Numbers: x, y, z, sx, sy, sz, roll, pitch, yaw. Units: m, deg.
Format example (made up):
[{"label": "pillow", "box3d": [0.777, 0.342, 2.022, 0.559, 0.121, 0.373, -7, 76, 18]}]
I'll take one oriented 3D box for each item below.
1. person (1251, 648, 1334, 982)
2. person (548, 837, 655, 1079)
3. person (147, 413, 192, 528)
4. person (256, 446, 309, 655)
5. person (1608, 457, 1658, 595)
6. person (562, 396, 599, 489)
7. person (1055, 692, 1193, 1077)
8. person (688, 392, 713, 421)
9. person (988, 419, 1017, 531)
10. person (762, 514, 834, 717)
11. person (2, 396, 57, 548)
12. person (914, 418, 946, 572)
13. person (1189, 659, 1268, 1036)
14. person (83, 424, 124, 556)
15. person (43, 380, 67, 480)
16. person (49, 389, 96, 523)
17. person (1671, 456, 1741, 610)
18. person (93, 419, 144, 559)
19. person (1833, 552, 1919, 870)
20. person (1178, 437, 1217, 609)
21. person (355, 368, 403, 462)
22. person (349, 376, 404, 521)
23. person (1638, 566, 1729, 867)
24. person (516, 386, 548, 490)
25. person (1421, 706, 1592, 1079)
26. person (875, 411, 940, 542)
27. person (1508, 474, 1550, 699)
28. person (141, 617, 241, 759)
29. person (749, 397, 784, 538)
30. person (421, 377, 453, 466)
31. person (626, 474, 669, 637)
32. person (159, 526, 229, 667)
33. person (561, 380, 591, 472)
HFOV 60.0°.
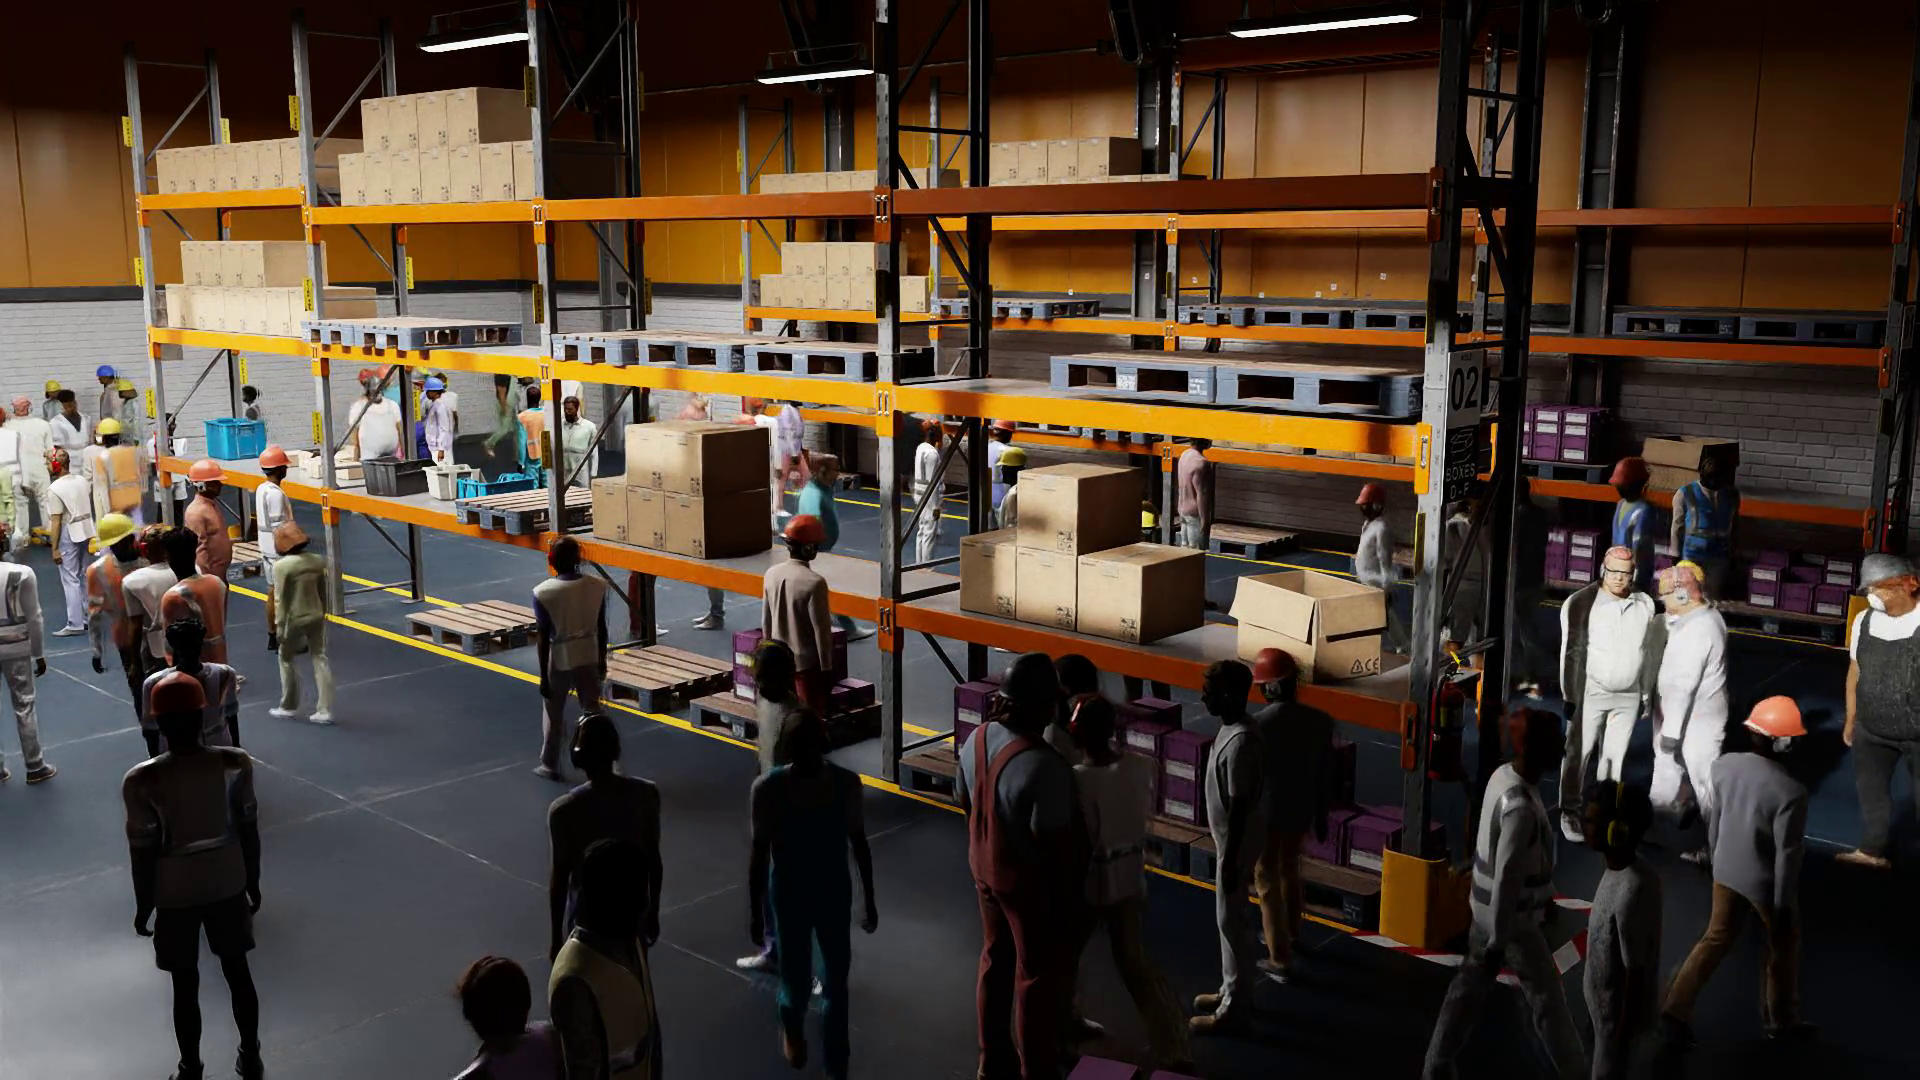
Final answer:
[{"label": "person", "box3d": [1.629, 1.406, 8.634, 0.580, 1.723, 0.552, -5, 11, -24]}, {"label": "person", "box3d": [-1.149, 1.883, 5.405, 0.392, 1.914, 0.589, 0, 10, -1]}, {"label": "person", "box3d": [-9.939, -0.758, 20.946, 0.321, 1.697, 0.529, 6, 11, 29]}, {"label": "person", "box3d": [-6.308, 0.094, 15.441, 0.350, 1.941, 0.552, -7, 12, -36]}, {"label": "person", "box3d": [5.605, 0.301, 14.055, 0.533, 2.019, 0.605, -1, 10, -5]}, {"label": "person", "box3d": [-4.837, -0.866, 20.934, 0.597, 1.916, 0.371, 2, 10, 10]}, {"label": "person", "box3d": [0.677, 1.583, 7.445, 0.565, 1.804, 0.922, -7, 12, -35]}, {"label": "person", "box3d": [-3.916, -1.582, 24.949, 0.421, 1.935, 0.612, -7, 12, -33]}, {"label": "person", "box3d": [0.410, -0.429, 18.484, 0.561, 1.909, 0.695, -6, 12, -30]}, {"label": "person", "box3d": [-1.066, 0.811, 11.237, 0.623, 1.992, 0.396, 9, 14, 42]}, {"label": "person", "box3d": [-11.712, -0.856, 20.908, 0.638, 1.911, 0.402, -5, 11, -28]}, {"label": "person", "box3d": [-0.331, -0.422, 18.517, 0.340, 1.882, 0.585, -3, 10, -15]}, {"label": "person", "box3d": [1.302, 1.465, 7.988, 0.351, 1.838, 0.504, 2, 10, 10]}, {"label": "person", "box3d": [-10.417, -0.618, 20.338, 0.503, 1.631, 0.283, -4, 11, -20]}, {"label": "person", "box3d": [-13.849, -1.588, 25.542, 0.488, 1.736, 0.326, 2, 10, 10]}, {"label": "person", "box3d": [-11.662, -1.035, 21.860, 0.513, 1.923, 0.629, 5, 11, 26]}, {"label": "person", "box3d": [6.948, 0.135, 15.507, 0.623, 1.839, 0.429, 0, 10, 1]}, {"label": "person", "box3d": [-9.358, -0.414, 18.522, 1.031, 1.867, 0.604, 6, 12, 32]}, {"label": "person", "box3d": [5.591, 1.049, 9.762, 0.535, 2.000, 0.845, -7, 12, -33]}, {"label": "person", "box3d": [2.465, -0.248, 17.394, 0.359, 1.936, 0.637, -2, 10, -12]}, {"label": "person", "box3d": [-10.080, -2.120, 28.637, 0.867, 1.700, 0.568, -2, 10, -14]}, {"label": "person", "box3d": [-8.002, -1.295, 23.015, 0.686, 2.000, 1.002, -8, 13, -38]}, {"label": "person", "box3d": [4.378, 1.071, 10.160, 0.854, 1.854, 0.692, 5, 11, 28]}, {"label": "person", "box3d": [-5.637, -1.089, 22.190, 0.381, 1.918, 0.596, 9, 13, 41]}, {"label": "person", "box3d": [2.474, 1.613, 7.147, 0.980, 1.832, 0.583, 2, 10, 9]}, {"label": "person", "box3d": [-0.686, -0.889, 20.979, 0.725, 1.966, 0.681, -5, 11, -25]}, {"label": "person", "box3d": [4.643, 0.388, 13.853, 0.677, 1.911, 0.487, -8, 13, -40]}, {"label": "person", "box3d": [-4.356, 1.269, 9.491, 0.540, 1.696, 0.315, -9, 13, -41]}, {"label": "person", "box3d": [-2.579, -0.969, 21.728, 0.612, 1.846, 0.424, 7, 12, 35]}, {"label": "person", "box3d": [-7.321, -1.310, 23.358, 0.391, 1.946, 0.615, -5, 11, -24]}, {"label": "person", "box3d": [-3.058, 0.002, 16.077, 0.414, 1.906, 0.597, -7, 12, -36]}, {"label": "person", "box3d": [-5.021, 0.878, 10.943, 0.368, 1.963, 0.609, 1, 10, 6]}, {"label": "person", "box3d": [-6.487, -2.035, 27.767, 0.564, 1.839, 0.390, 5, 11, 26]}]
